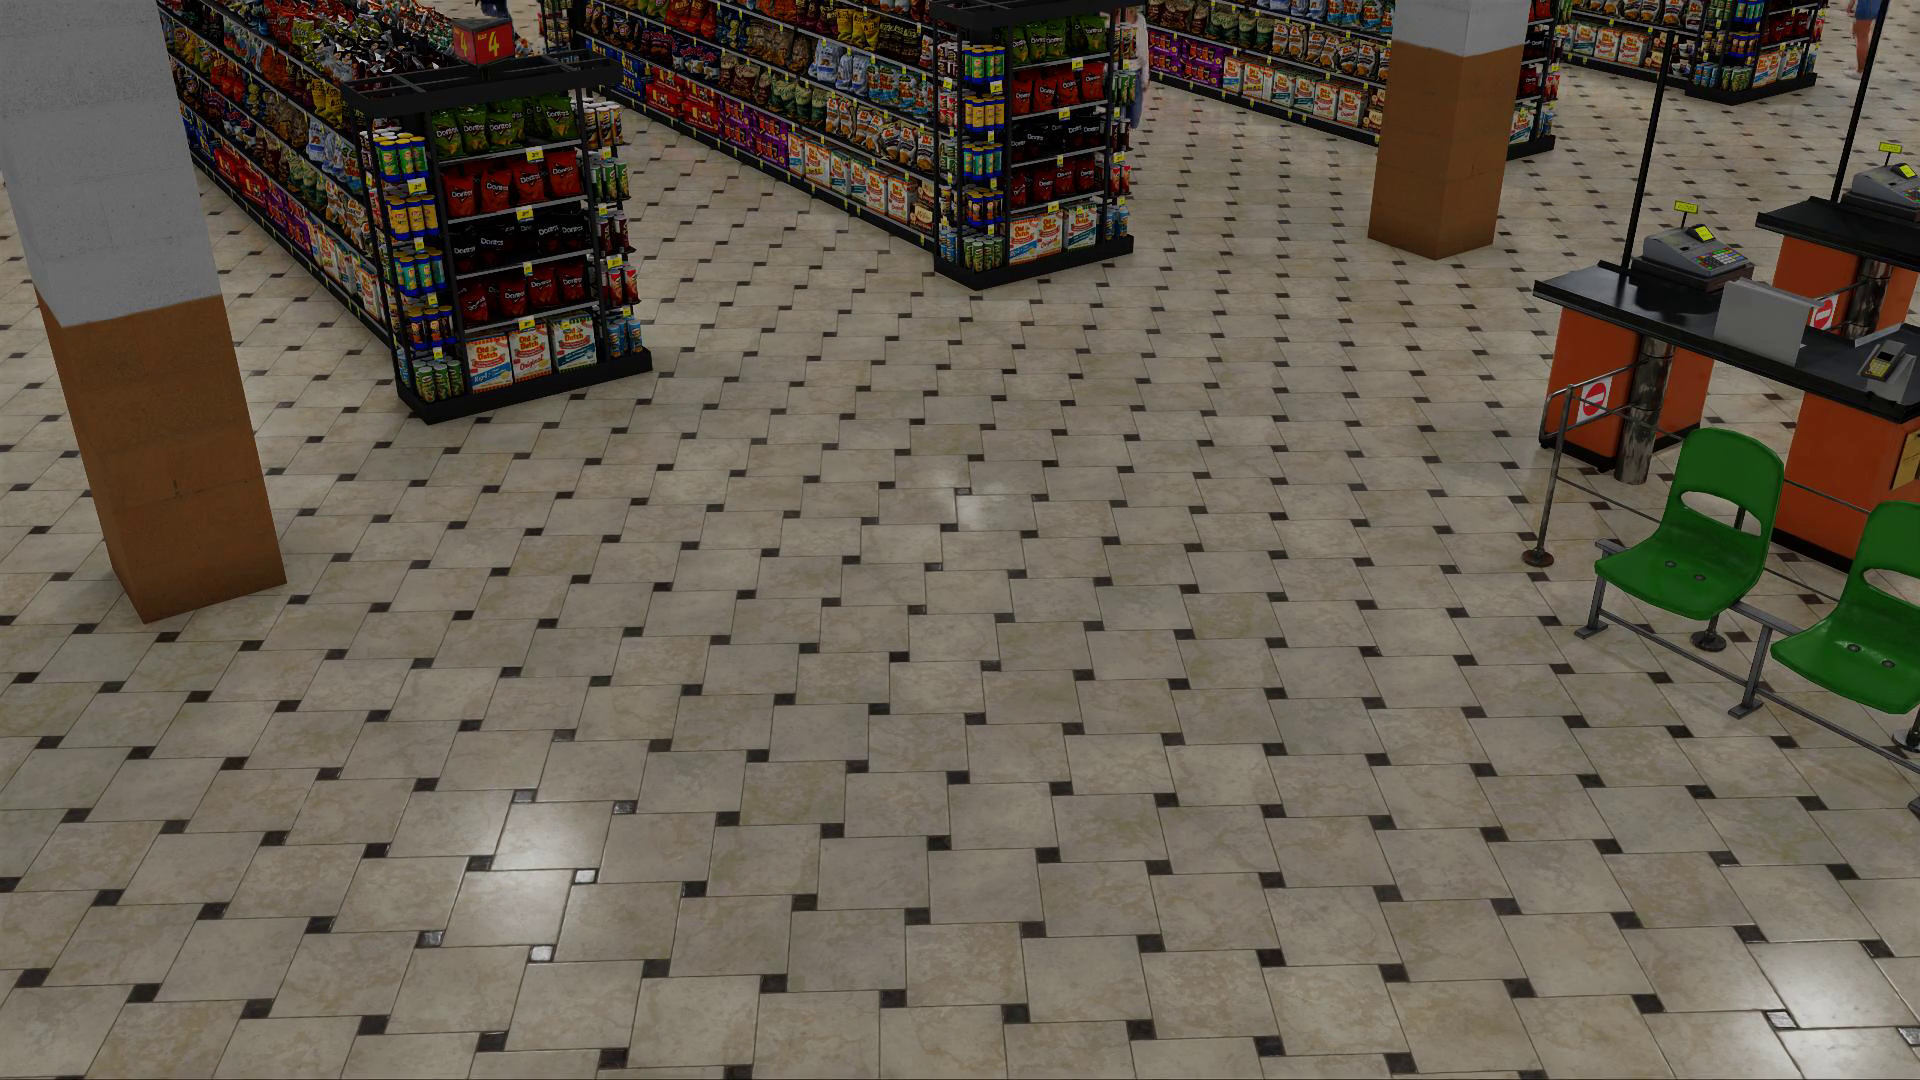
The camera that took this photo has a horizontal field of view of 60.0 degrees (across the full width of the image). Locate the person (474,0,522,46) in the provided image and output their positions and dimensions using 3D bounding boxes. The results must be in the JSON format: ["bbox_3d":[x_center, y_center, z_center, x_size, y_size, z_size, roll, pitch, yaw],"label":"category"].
[{"bbox_3d":[-5.155,-6.338,18.800,0.861,1.673,0.794,-1,29,-2],"label":"person"}]

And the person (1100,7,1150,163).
[{"bbox_3d":[1.385,-3.983,14.480,0.728,1.680,0.877,-11,31,-20],"label":"person"}]

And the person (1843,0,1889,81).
[{"bbox_3d":[9.770,-5.718,17.724,0.657,1.616,0.602,-13,31,-23],"label":"person"}]
